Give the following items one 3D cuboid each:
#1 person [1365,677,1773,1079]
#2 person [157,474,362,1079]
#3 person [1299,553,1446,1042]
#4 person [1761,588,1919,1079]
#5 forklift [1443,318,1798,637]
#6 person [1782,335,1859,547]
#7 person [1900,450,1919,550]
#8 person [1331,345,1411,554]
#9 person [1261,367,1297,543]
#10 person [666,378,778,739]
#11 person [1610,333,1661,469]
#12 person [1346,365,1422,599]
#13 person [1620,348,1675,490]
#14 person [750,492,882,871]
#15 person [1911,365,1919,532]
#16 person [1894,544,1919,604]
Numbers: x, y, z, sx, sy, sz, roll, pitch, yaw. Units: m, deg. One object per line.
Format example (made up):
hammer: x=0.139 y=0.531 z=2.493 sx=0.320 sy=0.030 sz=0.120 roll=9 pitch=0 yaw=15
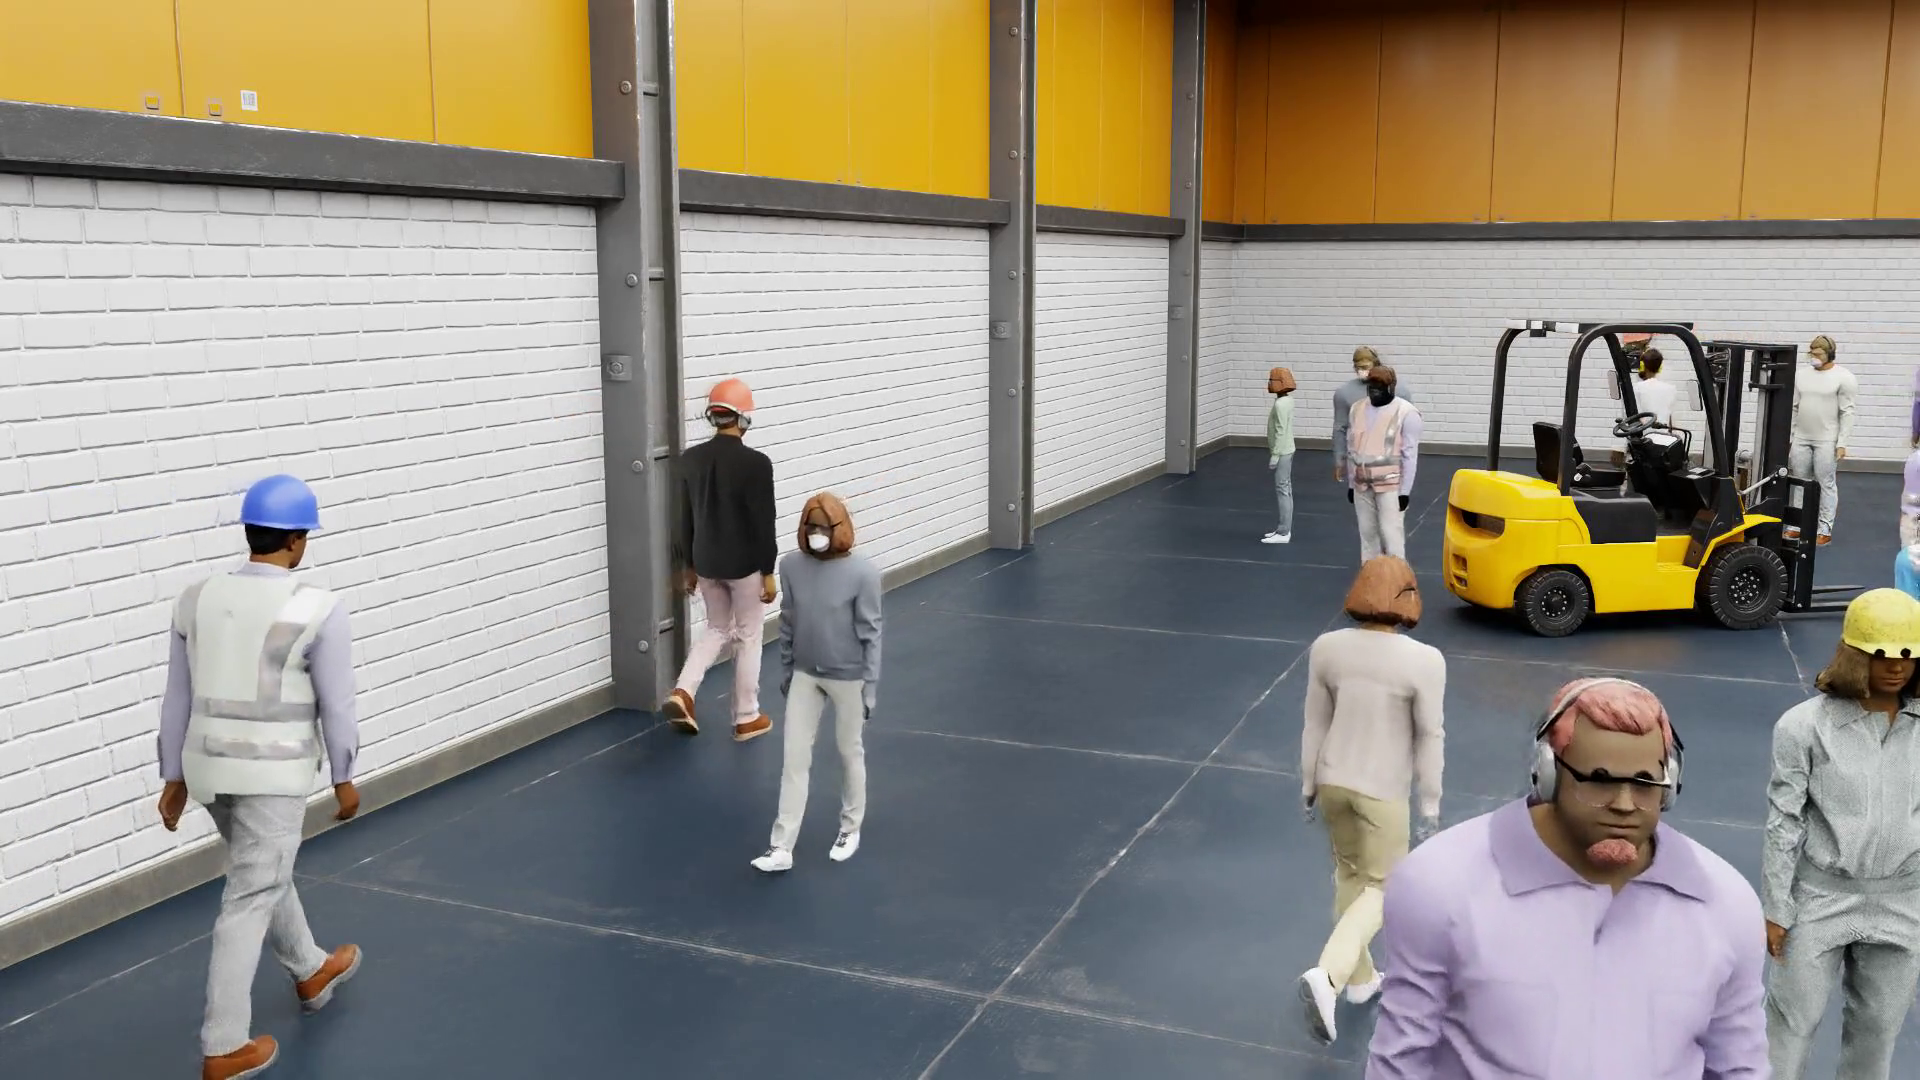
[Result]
person: x=1.042 y=1.160 z=2.852 sx=0.683 sy=1.890 sz=0.435 roll=0 pitch=9 yaw=1
person: x=-2.222 y=0.739 z=5.416 sx=0.601 sy=1.888 sz=0.925 roll=3 pitch=10 yaw=19
person: x=1.325 y=0.853 z=5.563 sx=0.510 sy=1.604 sz=0.665 roll=9 pitch=13 yaw=42
person: x=2.377 y=0.980 z=4.403 sx=0.492 sy=1.742 sz=0.323 roll=0 pitch=9 yaw=1
forklift: x=4.706 y=-0.497 z=11.990 sx=2.313 sy=2.155 sz=1.214 roll=-2 pitch=10 yaw=-10
person: x=7.857 y=-0.904 z=15.247 sx=0.371 sy=1.934 sz=0.627 roll=-5 pitch=11 yaw=-28
person: x=5.671 y=0.075 z=9.499 sx=0.617 sy=1.865 sz=0.704 roll=2 pitch=10 yaw=13
person: x=3.396 y=-0.654 z=13.784 sx=0.654 sy=1.909 sz=0.439 roll=4 pitch=10 yaw=22
person: x=2.962 y=-0.785 z=15.423 sx=0.279 sy=1.634 sz=0.499 roll=3 pitch=10 yaw=19
person: x=-1.262 y=0.128 z=8.883 sx=0.614 sy=1.977 sz=0.606 roll=5 pitch=11 yaw=29
person: x=6.949 y=-1.206 z=16.869 sx=0.952 sy=2.013 sz=0.611 roll=-1 pitch=9 yaw=-4
person: x=3.176 y=-0.405 z=12.569 sx=0.432 sy=1.830 sz=0.626 roll=-8 pitch=12 yaw=-39
person: x=6.129 y=-0.783 z=14.828 sx=0.528 sy=1.833 sz=0.587 roll=-3 pitch=10 yaw=-17
person: x=-0.594 y=0.612 z=6.995 sx=0.527 sy=1.607 sz=0.670 roll=4 pitch=10 yaw=23
person: x=9.395 y=-1.055 z=15.923 sx=0.890 sy=2.014 sz=0.606 roll=-8 pitch=12 yaw=-41
person: x=4.375 y=0.542 z=7.309 sx=0.535 sy=1.660 sz=0.850 roll=5 pitch=10 yaw=26
